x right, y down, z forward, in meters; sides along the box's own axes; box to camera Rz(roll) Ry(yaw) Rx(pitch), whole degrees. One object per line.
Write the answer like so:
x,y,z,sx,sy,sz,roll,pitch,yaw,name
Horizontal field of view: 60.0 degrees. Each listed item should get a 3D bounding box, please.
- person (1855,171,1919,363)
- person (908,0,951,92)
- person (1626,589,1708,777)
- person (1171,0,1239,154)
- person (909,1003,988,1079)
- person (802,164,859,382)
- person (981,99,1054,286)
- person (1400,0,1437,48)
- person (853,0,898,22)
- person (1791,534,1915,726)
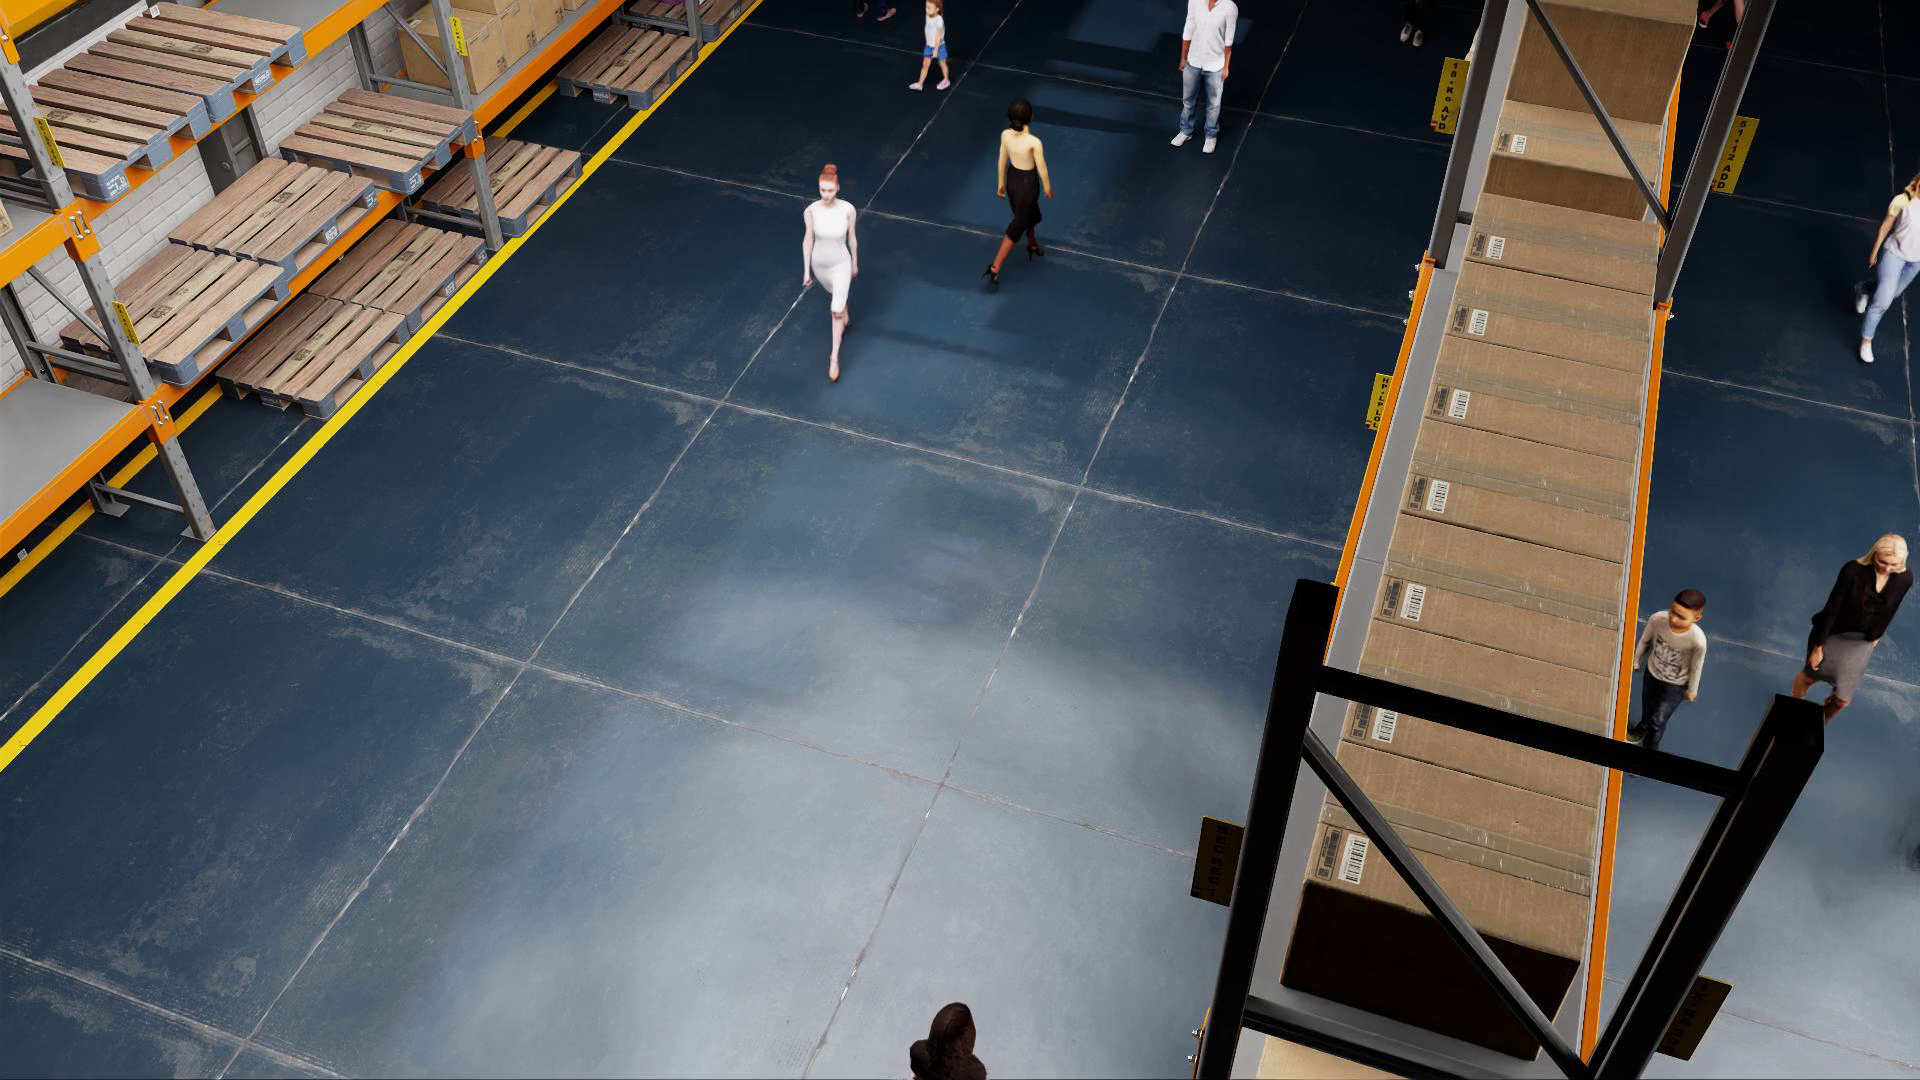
7.528,-2.306,13.339,0.800,1.700,1.124,5,44,5,person
-0.200,-4.973,16.647,0.741,0.999,0.610,-31,51,-28,person
4.396,0.816,10.249,0.781,1.442,0.720,-28,50,-27,person
2.318,-4.527,15.583,0.664,1.820,0.597,19,47,19,person
-0.099,2.834,8.004,0.619,1.617,0.952,11,45,11,person
-1.006,-2.207,13.201,0.775,1.746,1.165,3,44,3,person
0.463,-2.887,14.011,1.111,1.615,0.853,-34,53,-30,person
4.868,-5.979,17.162,0.640,1.744,0.580,14,45,14,person
-0.967,-6.414,17.543,0.682,1.849,0.565,16,46,16,person
5.381,0.564,10.238,0.654,1.821,0.712,6,44,6,person
